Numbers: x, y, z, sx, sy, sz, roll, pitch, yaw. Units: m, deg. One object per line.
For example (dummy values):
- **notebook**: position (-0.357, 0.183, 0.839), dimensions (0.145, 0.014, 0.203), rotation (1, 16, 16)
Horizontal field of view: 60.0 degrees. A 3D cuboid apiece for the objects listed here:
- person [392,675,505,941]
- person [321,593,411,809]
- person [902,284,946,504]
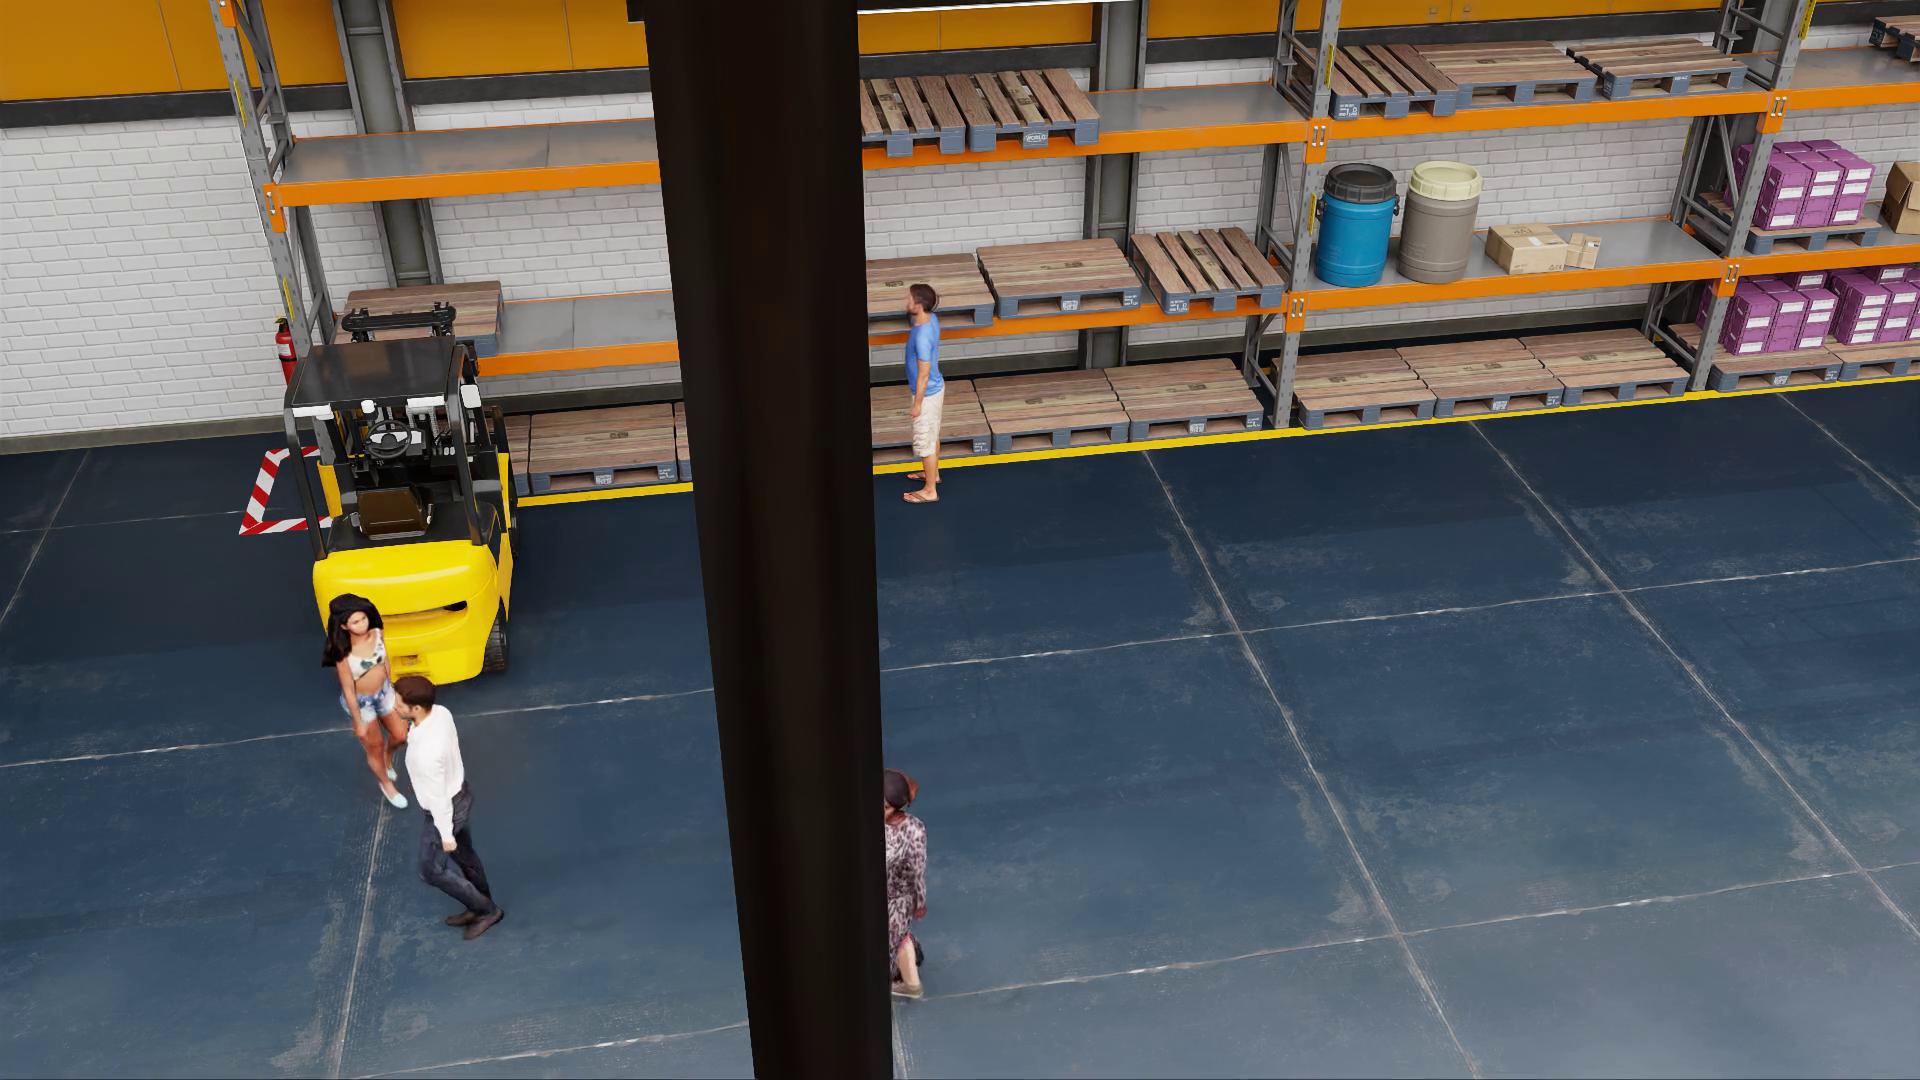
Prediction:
- **person**: position (-2.773, 1.493, 9.296), dimensions (0.663, 1.856, 0.682), rotation (-3, 34, -4)
- **person**: position (-3.679, 0.995, 10.264), dimensions (0.777, 1.615, 0.717), rotation (20, 38, 27)
- **person**: position (-0.272, -1.192, 13.328), dimensions (0.662, 1.864, 0.705), rotation (3, 34, 5)
